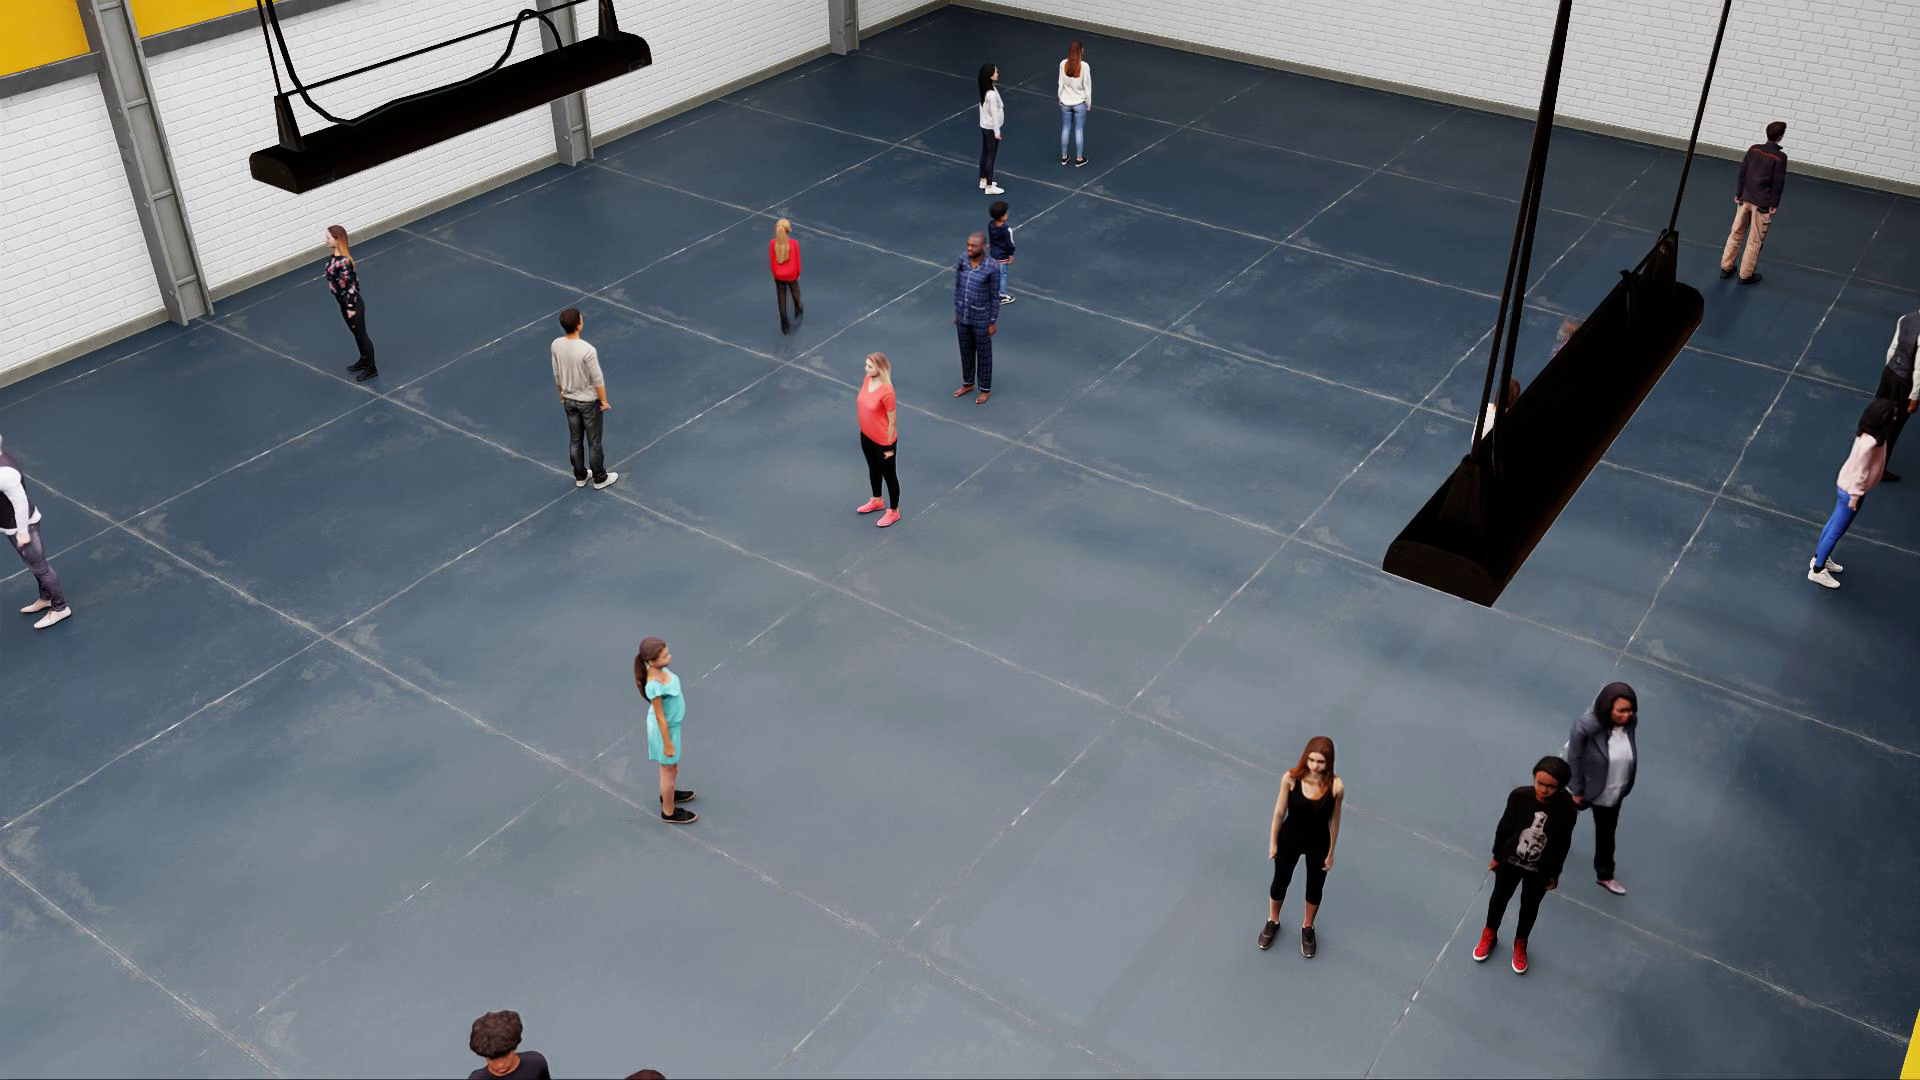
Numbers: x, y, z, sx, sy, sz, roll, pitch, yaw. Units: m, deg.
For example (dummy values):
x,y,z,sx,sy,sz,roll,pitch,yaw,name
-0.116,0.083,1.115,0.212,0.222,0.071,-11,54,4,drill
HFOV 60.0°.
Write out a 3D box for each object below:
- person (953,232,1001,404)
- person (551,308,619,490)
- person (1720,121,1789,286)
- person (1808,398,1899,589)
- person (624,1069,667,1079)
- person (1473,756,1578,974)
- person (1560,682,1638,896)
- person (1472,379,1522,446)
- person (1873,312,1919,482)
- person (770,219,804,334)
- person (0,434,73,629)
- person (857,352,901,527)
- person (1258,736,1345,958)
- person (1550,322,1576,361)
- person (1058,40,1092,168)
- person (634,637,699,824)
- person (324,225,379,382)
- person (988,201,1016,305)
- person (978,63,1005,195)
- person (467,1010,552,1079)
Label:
x,y,z,sx,sy,sz,roll,pitch,yaw,name
0.164,-2.280,16.895,0.662,1.824,0.584,20,39,28,person
-3.524,-1.313,15.452,0.712,1.811,0.625,12,35,17,person
9.226,-3.916,19.265,0.730,1.926,0.771,-22,39,-29,person
7.606,-0.436,14.172,0.729,1.768,0.509,17,37,24,person
-1.486,3.326,8.434,0.758,1.853,0.713,-7,34,-11,person
3.597,2.030,10.547,0.630,1.674,0.588,15,36,21,person
4.253,1.598,11.300,1.080,1.559,1.088,-9,35,-14,person
4.683,-0.665,14.594,0.614,1.682,0.517,22,39,29,person
8.838,-1.479,15.607,0.844,1.917,0.745,-1,34,-2,person
-1.930,-2.895,18.333,0.776,1.257,0.902,0,34,0,person
-7.726,-0.125,13.654,0.678,1.824,0.740,-26,42,-34,person
-0.720,-0.924,14.974,0.623,1.693,0.653,-23,40,-31,person
2.209,1.933,10.645,0.624,1.726,0.609,9,35,13,person
6.117,-1.782,16.888,0.654,1.003,0.486,16,37,23,person
1.545,-5.909,22.475,0.656,1.692,0.593,15,36,21,person
-2.081,1.317,11.724,0.705,1.558,0.644,-5,34,-8,person
-6.355,-2.493,17.343,0.620,1.684,0.635,-20,38,-27,person
0.456,-3.288,18.957,0.546,1.222,0.555,-28,42,-35,person
0.383,-5.368,21.652,0.747,1.701,0.712,-10,35,-15,person
-2.321,3.140,8.764,0.666,1.798,0.769,-15,37,-22,person
